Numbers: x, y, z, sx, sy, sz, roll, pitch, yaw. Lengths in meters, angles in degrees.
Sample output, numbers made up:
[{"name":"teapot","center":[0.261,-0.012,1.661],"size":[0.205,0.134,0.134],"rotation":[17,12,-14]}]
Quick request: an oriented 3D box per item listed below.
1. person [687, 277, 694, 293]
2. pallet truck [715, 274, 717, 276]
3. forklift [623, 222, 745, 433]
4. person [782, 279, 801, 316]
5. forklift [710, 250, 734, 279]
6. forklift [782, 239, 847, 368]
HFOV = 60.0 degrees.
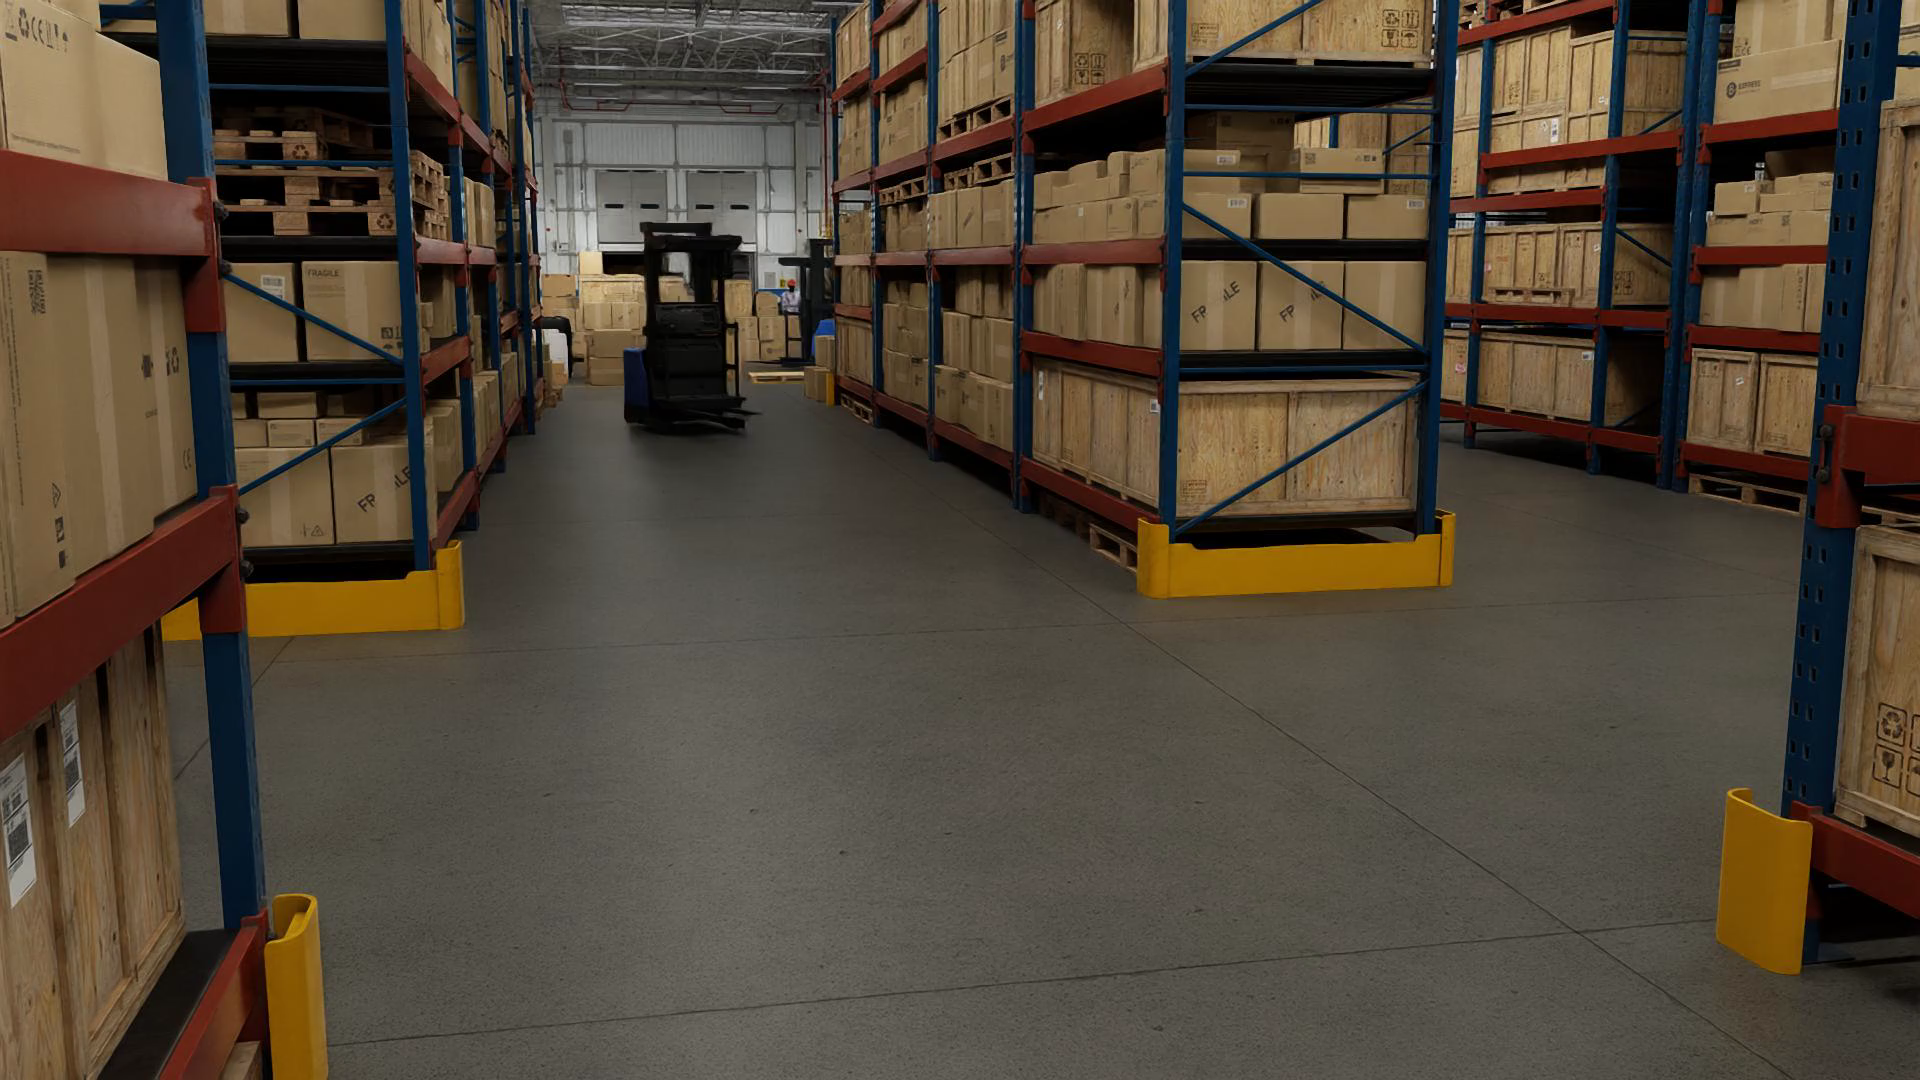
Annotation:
[{"name":"person","center":[-8.105,-7.093,50.964],"size":[0.629,1.931,0.383],"rotation":[2,10,14]},{"name":"pallet truck","center":[-8.580,-8.986,62.280],"size":[1.885,1.965,0.823],"rotation":[1,9,5]},{"name":"forklift","center":[-3.865,-2.949,22.799],"size":[1.129,2.768,1.873],"rotation":[-5,11,-30]},{"name":"person","center":[-4.672,-6.319,46.399],"size":[0.563,1.885,1.012],"rotation":[-5,10,-27]},{"name":"forklift","center":[-7.619,-7.879,52.846],"size":[1.129,2.768,1.873],"rotation":[-7,12,-38]},{"name":"forklift","center":[-2.797,-5.110,35.969],"size":[1.873,2.768,1.129],"rotation":[7,12,37]}]
